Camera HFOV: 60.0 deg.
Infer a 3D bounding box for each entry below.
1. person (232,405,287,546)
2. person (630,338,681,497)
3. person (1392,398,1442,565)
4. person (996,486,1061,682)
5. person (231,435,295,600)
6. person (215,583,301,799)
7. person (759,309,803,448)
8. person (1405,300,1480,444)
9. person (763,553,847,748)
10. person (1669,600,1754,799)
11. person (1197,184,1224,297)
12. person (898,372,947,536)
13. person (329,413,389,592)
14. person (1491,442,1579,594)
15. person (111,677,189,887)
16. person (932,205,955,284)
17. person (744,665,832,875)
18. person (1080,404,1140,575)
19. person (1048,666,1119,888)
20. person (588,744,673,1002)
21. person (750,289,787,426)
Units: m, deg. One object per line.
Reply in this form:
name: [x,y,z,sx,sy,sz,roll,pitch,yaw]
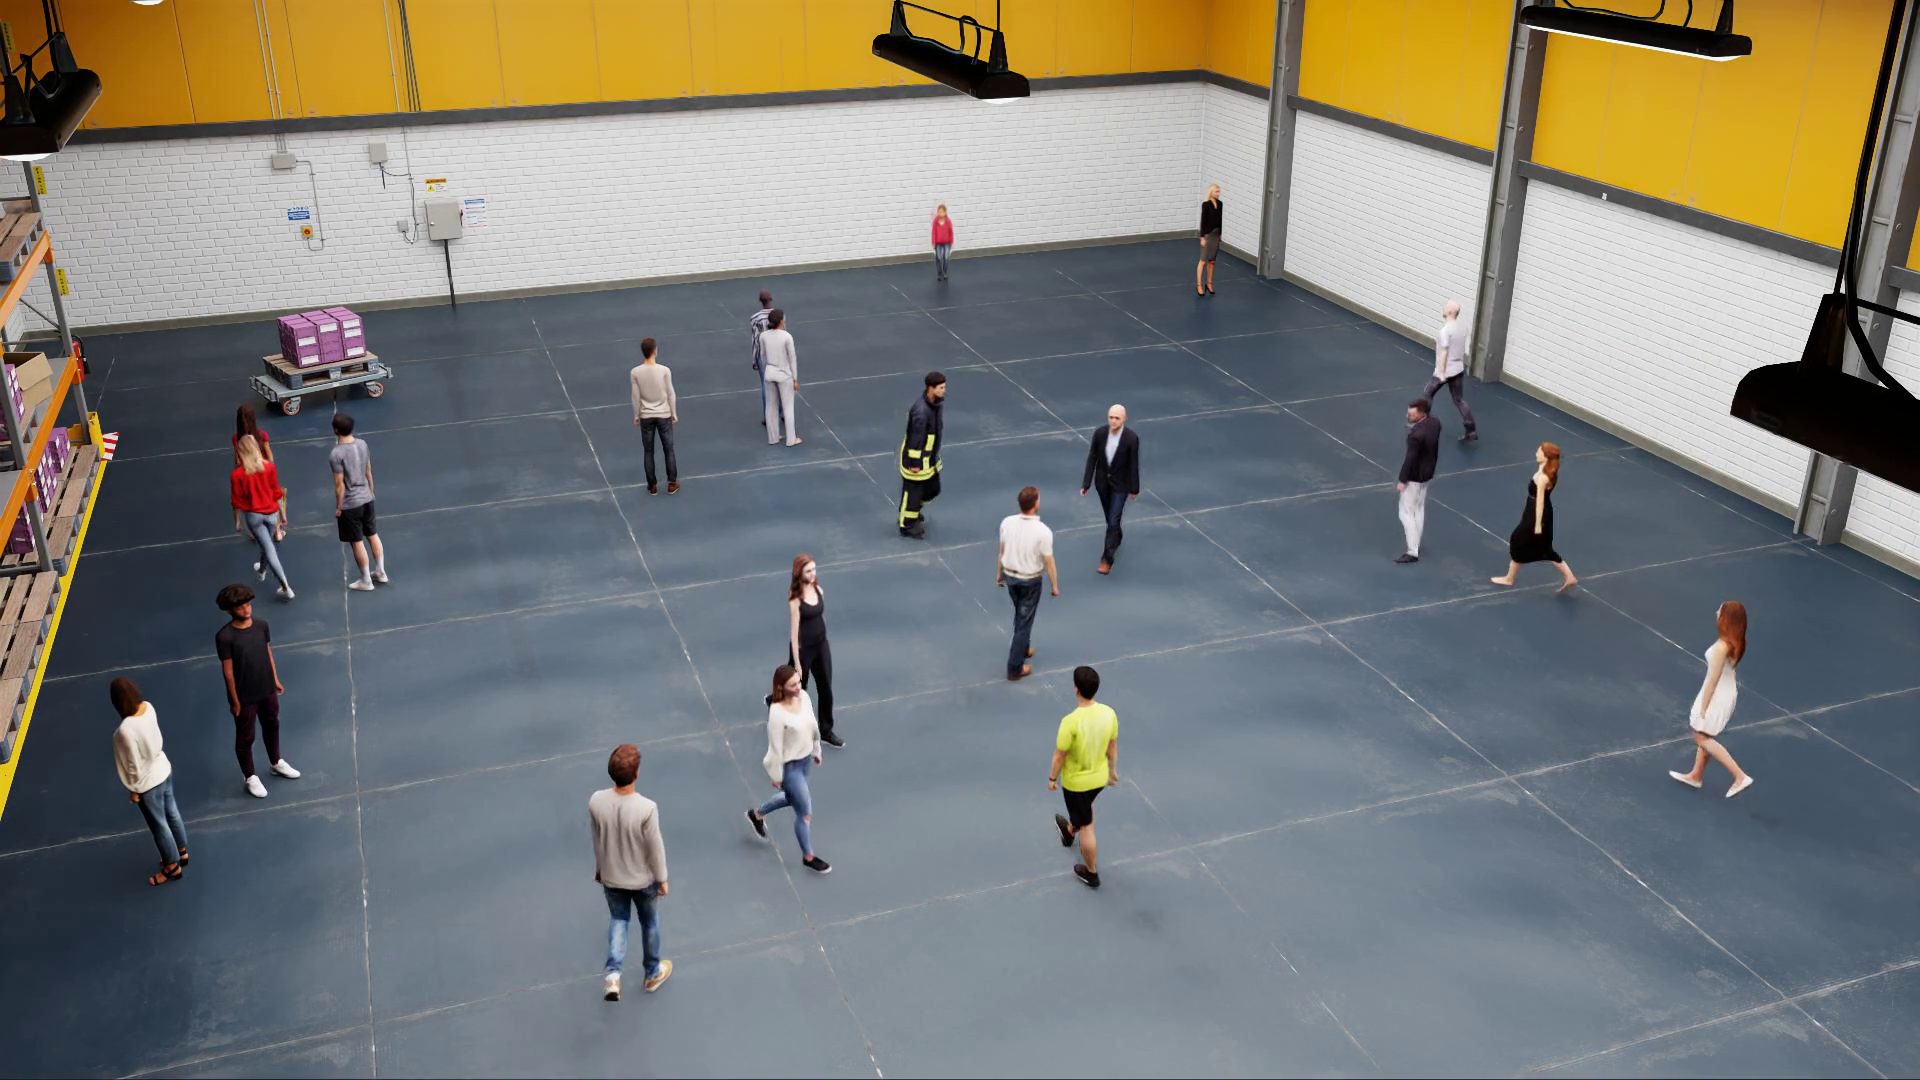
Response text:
person: [-7.588,-0.715,17.931,0.552,1.553,0.614,-11,26,-23]
person: [-3.508,-1.416,19.146,0.710,1.863,0.664,-2,24,-4]
person: [4.844,-0.661,17.485,0.868,1.810,0.775,-12,26,-26]
person: [0.513,0.421,14.973,0.913,1.840,0.968,16,28,32]
person: [-6.920,-0.180,16.579,0.917,1.655,1.165,-21,32,-40]
person: [-5.686,1.164,13.343,0.767,1.784,0.723,13,27,28]
person: [-2.253,-2.028,20.704,0.703,1.735,0.754,9,25,21]
person: [6.168,-2.064,20.706,0.904,1.801,1.312,-16,29,-33]
person: [-1.349,0.909,14.005,1.166,1.720,0.974,17,29,34]
person: [6.084,1.290,13.165,0.768,1.695,0.981,-20,31,-38]
person: [4.074,-4.900,27.146,0.667,1.840,0.636,-16,28,-33]
person: [-0.472,-0.936,18.025,1.108,1.881,1.050,10,25,21]
person: [-6.096,-0.393,16.794,0.776,1.872,0.719,11,26,23]
person: [5.901,-0.192,16.684,1.114,1.592,0.994,14,27,30]
person: [-5.920,1.735,12.166,0.734,1.680,0.585,-1,24,-3]
person: [-0.282,-5.016,28.103,0.690,1.285,0.928,-1,24,-2]
person: [-1.302,1.661,12.345,1.104,1.673,1.022,12,26,25]
person: [1.615,-0.587,17.390,1.216,1.751,1.251,12,26,25]
person: [0.961,1.753,12.122,0.761,1.682,1.032,-13,27,-28]
person: [-2.171,2.222,10.793,0.942,1.888,1.054,5,24,11]
person: [-2.425,-2.337,21.339,0.618,1.794,0.528,-9,25,-20]
